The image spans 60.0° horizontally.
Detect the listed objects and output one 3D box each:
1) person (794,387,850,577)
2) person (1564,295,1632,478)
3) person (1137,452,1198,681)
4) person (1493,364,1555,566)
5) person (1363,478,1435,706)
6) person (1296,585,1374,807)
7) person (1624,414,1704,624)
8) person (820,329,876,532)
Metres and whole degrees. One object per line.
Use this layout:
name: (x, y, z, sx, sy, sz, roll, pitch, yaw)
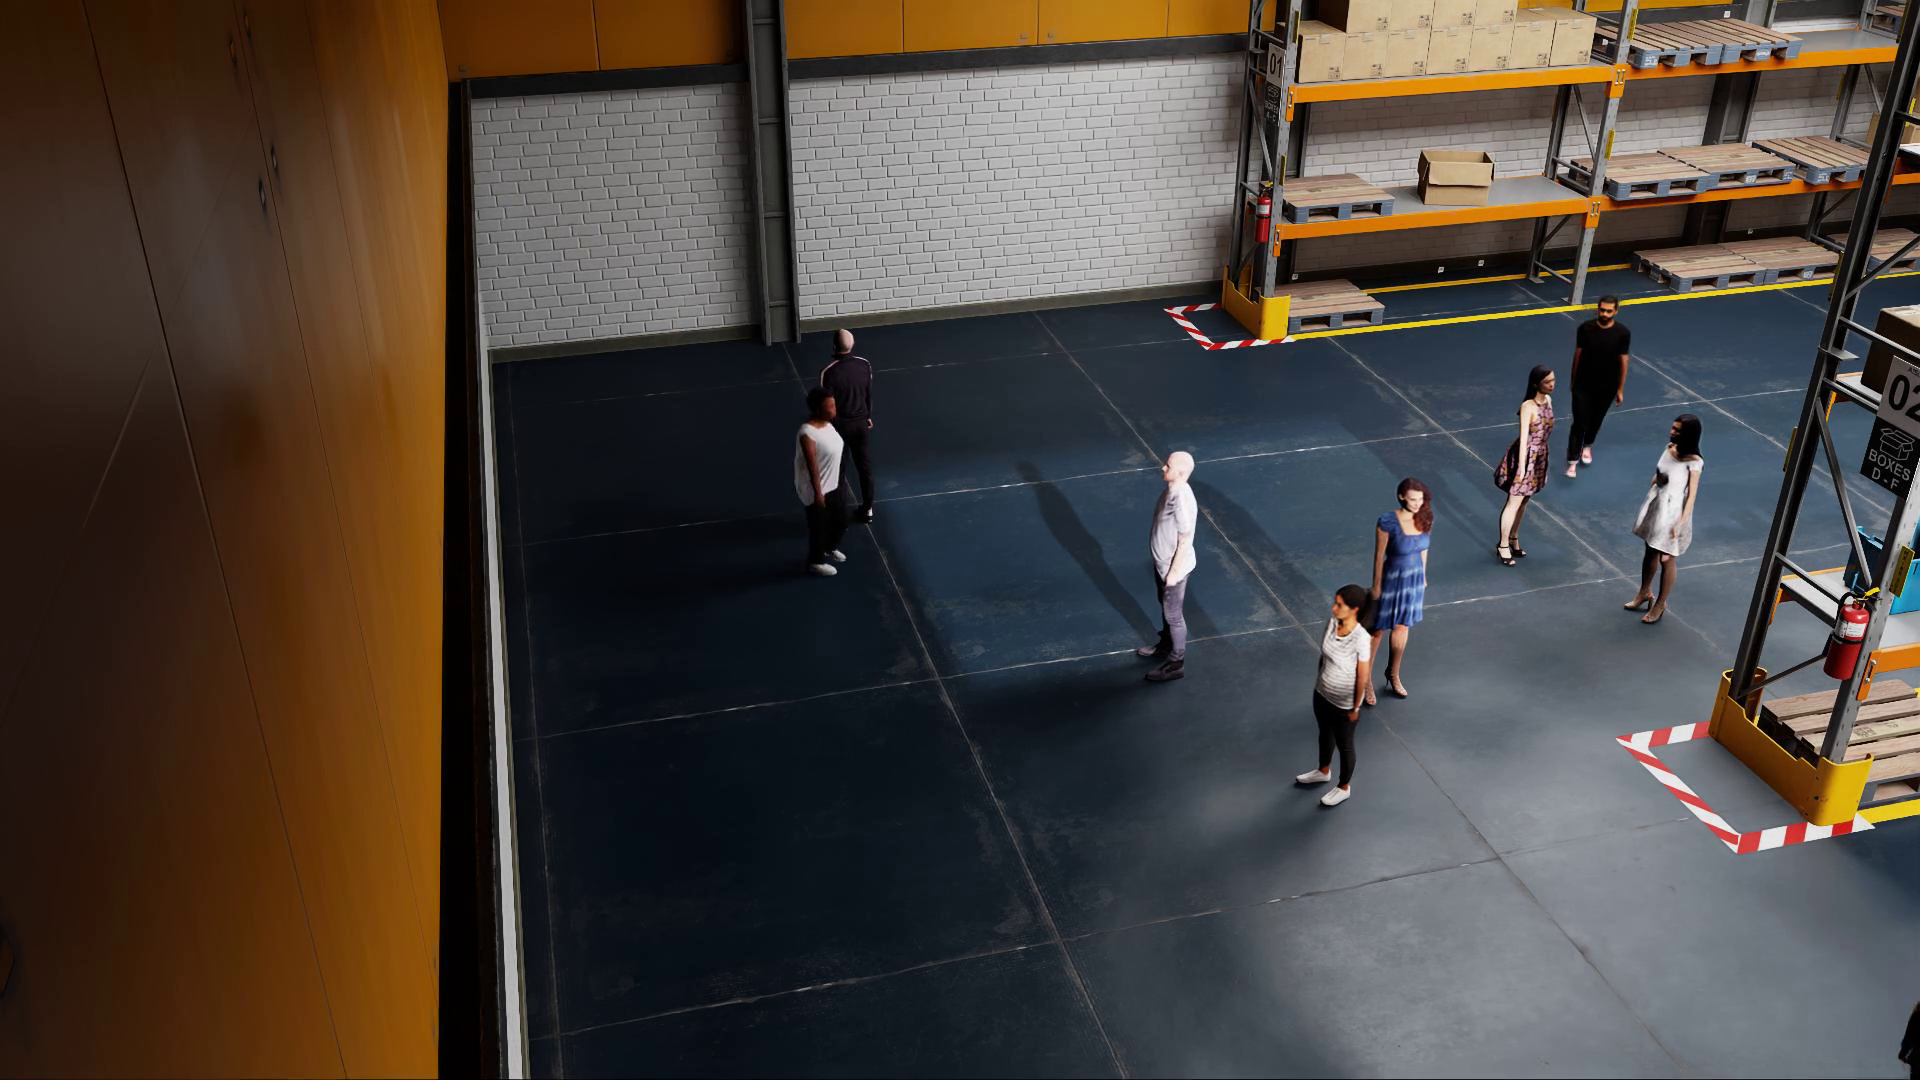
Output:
person: (-1.210, -0.489, 13.760, 0.803, 1.675, 0.775, 9, 30, 17)
person: (5.937, -1.460, 15.498, 1.147, 1.716, 1.120, 10, 30, 18)
person: (1.591, 0.171, 12.387, 0.657, 1.832, 0.701, -1, 29, -2)
person: (4.748, -0.635, 13.924, 0.856, 1.775, 0.776, 24, 37, 37)
person: (3.176, 0.368, 12.054, 0.555, 1.806, 0.759, -12, 31, -21)
person: (2.523, 1.012, 11.040, 0.564, 1.645, 0.602, -12, 31, -22)
person: (5.556, -0.173, 13.079, 0.609, 1.774, 0.630, -7, 29, -13)
person: (-0.973, -0.960, 14.455, 0.645, 1.837, 0.802, -19, 34, -31)
